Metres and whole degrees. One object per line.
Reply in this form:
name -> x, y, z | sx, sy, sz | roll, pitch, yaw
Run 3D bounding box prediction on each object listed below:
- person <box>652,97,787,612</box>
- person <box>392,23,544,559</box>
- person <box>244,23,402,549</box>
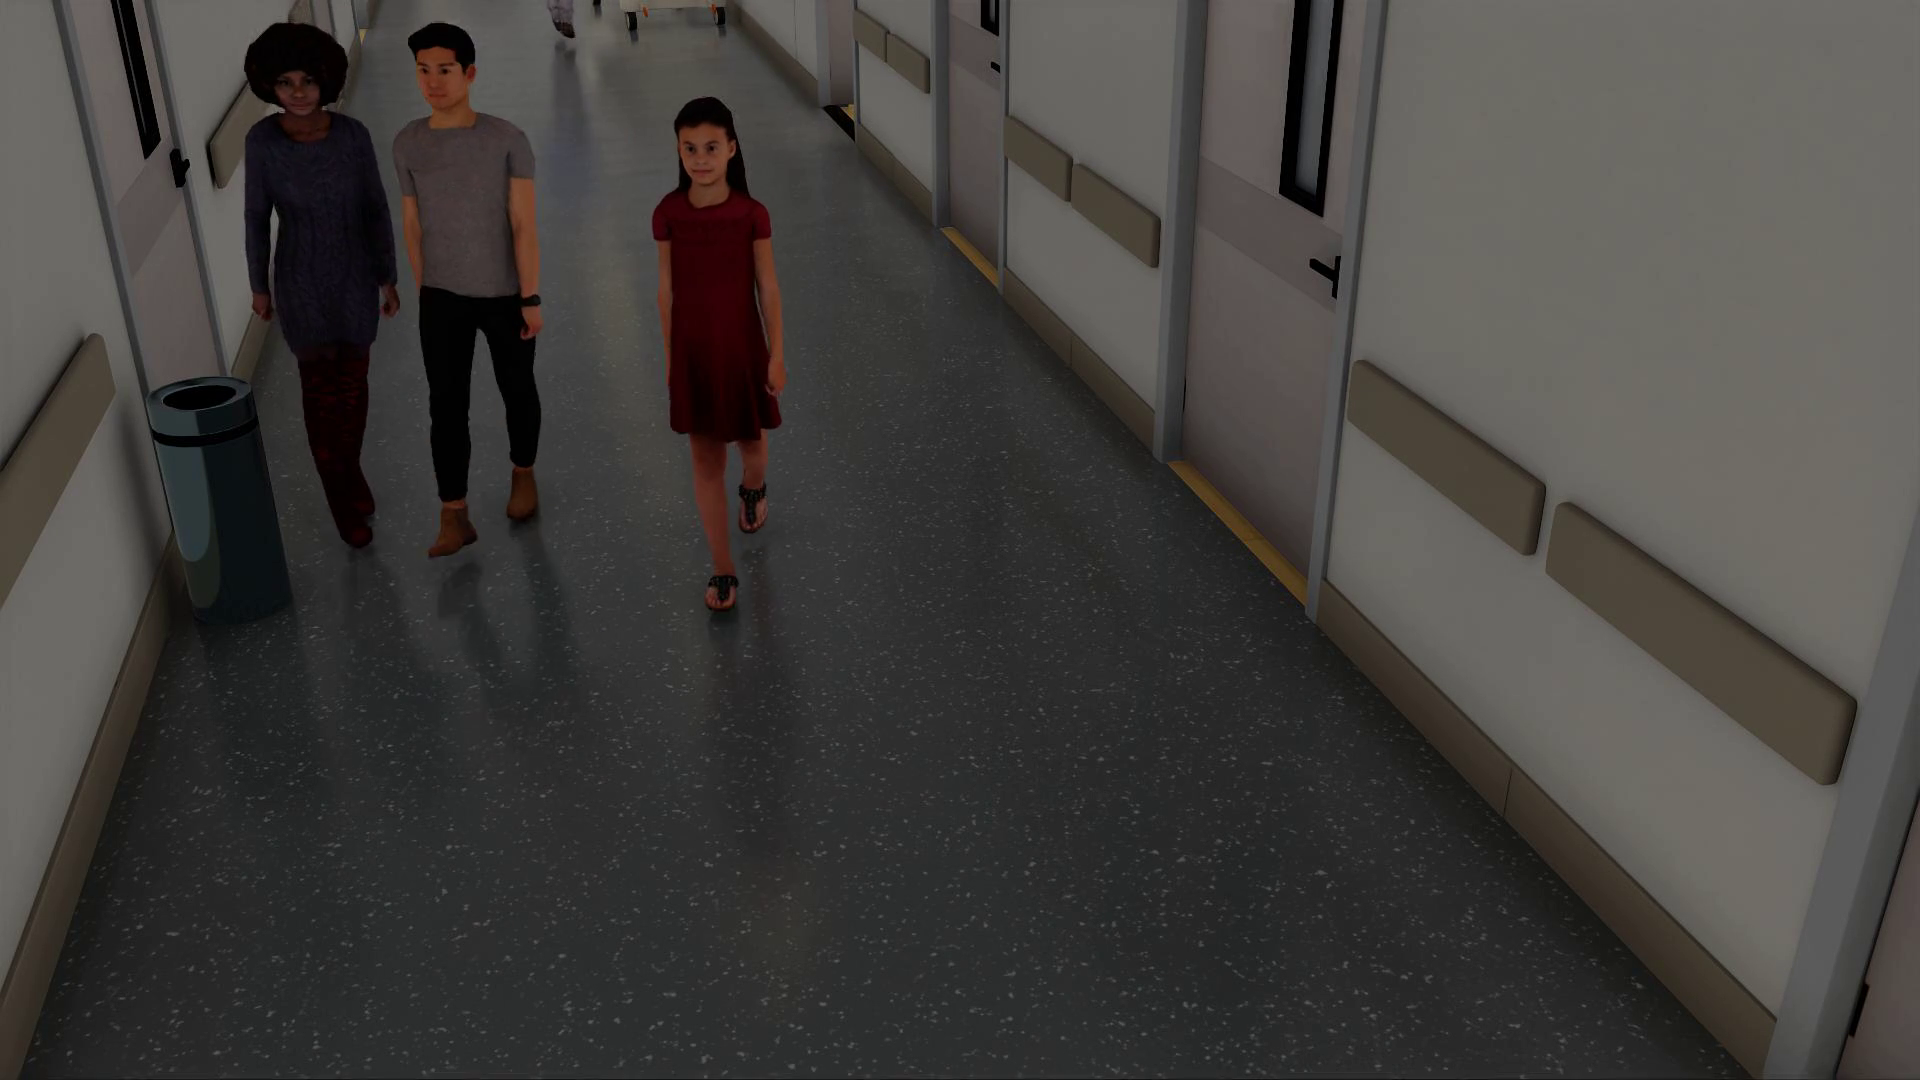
person -> -0.741, -0.611, 5.241 | 0.996, 1.526, 0.732 | -2, 26, -4
person -> -1.578, -0.854, 5.554 | 0.934, 1.698, 0.781 | -2, 26, -4
person -> -2.132, -0.864, 5.586 | 0.780, 1.689, 0.788 | -16, 30, -30
